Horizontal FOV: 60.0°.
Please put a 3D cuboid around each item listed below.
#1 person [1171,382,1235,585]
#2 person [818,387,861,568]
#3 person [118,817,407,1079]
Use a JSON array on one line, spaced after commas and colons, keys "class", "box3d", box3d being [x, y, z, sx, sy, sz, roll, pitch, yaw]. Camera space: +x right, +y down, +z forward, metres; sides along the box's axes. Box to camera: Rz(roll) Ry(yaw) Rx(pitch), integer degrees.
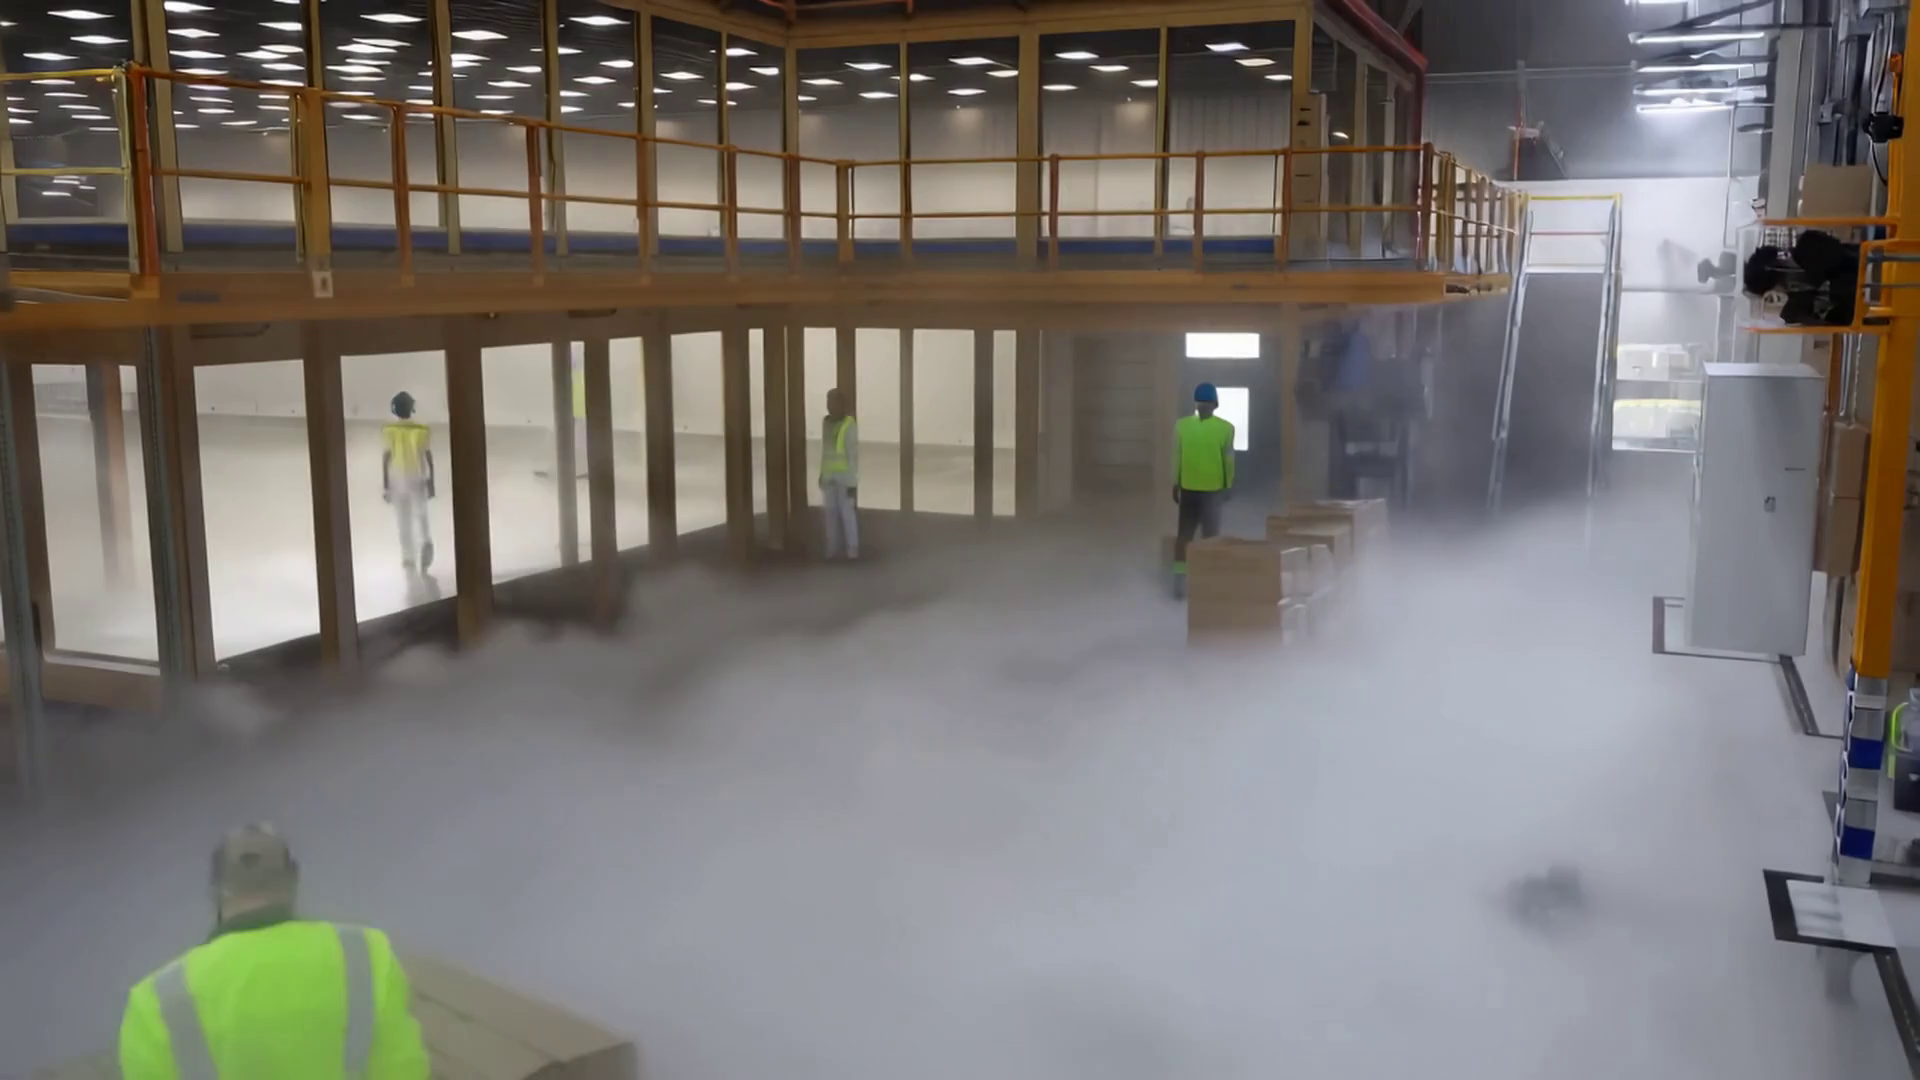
[{"class": "person", "box3d": [2.366, -0.547, 16.204, 0.612, 1.986, 0.406, 1, 9, 7]}, {"class": "person", "box3d": [-1.239, -0.641, 17.130, 0.374, 1.867, 0.591, -8, 12, -40]}, {"class": "person", "box3d": [-1.650, 1.527, 3.966, 0.626, 1.798, 0.899, -5, 11, -30]}]
